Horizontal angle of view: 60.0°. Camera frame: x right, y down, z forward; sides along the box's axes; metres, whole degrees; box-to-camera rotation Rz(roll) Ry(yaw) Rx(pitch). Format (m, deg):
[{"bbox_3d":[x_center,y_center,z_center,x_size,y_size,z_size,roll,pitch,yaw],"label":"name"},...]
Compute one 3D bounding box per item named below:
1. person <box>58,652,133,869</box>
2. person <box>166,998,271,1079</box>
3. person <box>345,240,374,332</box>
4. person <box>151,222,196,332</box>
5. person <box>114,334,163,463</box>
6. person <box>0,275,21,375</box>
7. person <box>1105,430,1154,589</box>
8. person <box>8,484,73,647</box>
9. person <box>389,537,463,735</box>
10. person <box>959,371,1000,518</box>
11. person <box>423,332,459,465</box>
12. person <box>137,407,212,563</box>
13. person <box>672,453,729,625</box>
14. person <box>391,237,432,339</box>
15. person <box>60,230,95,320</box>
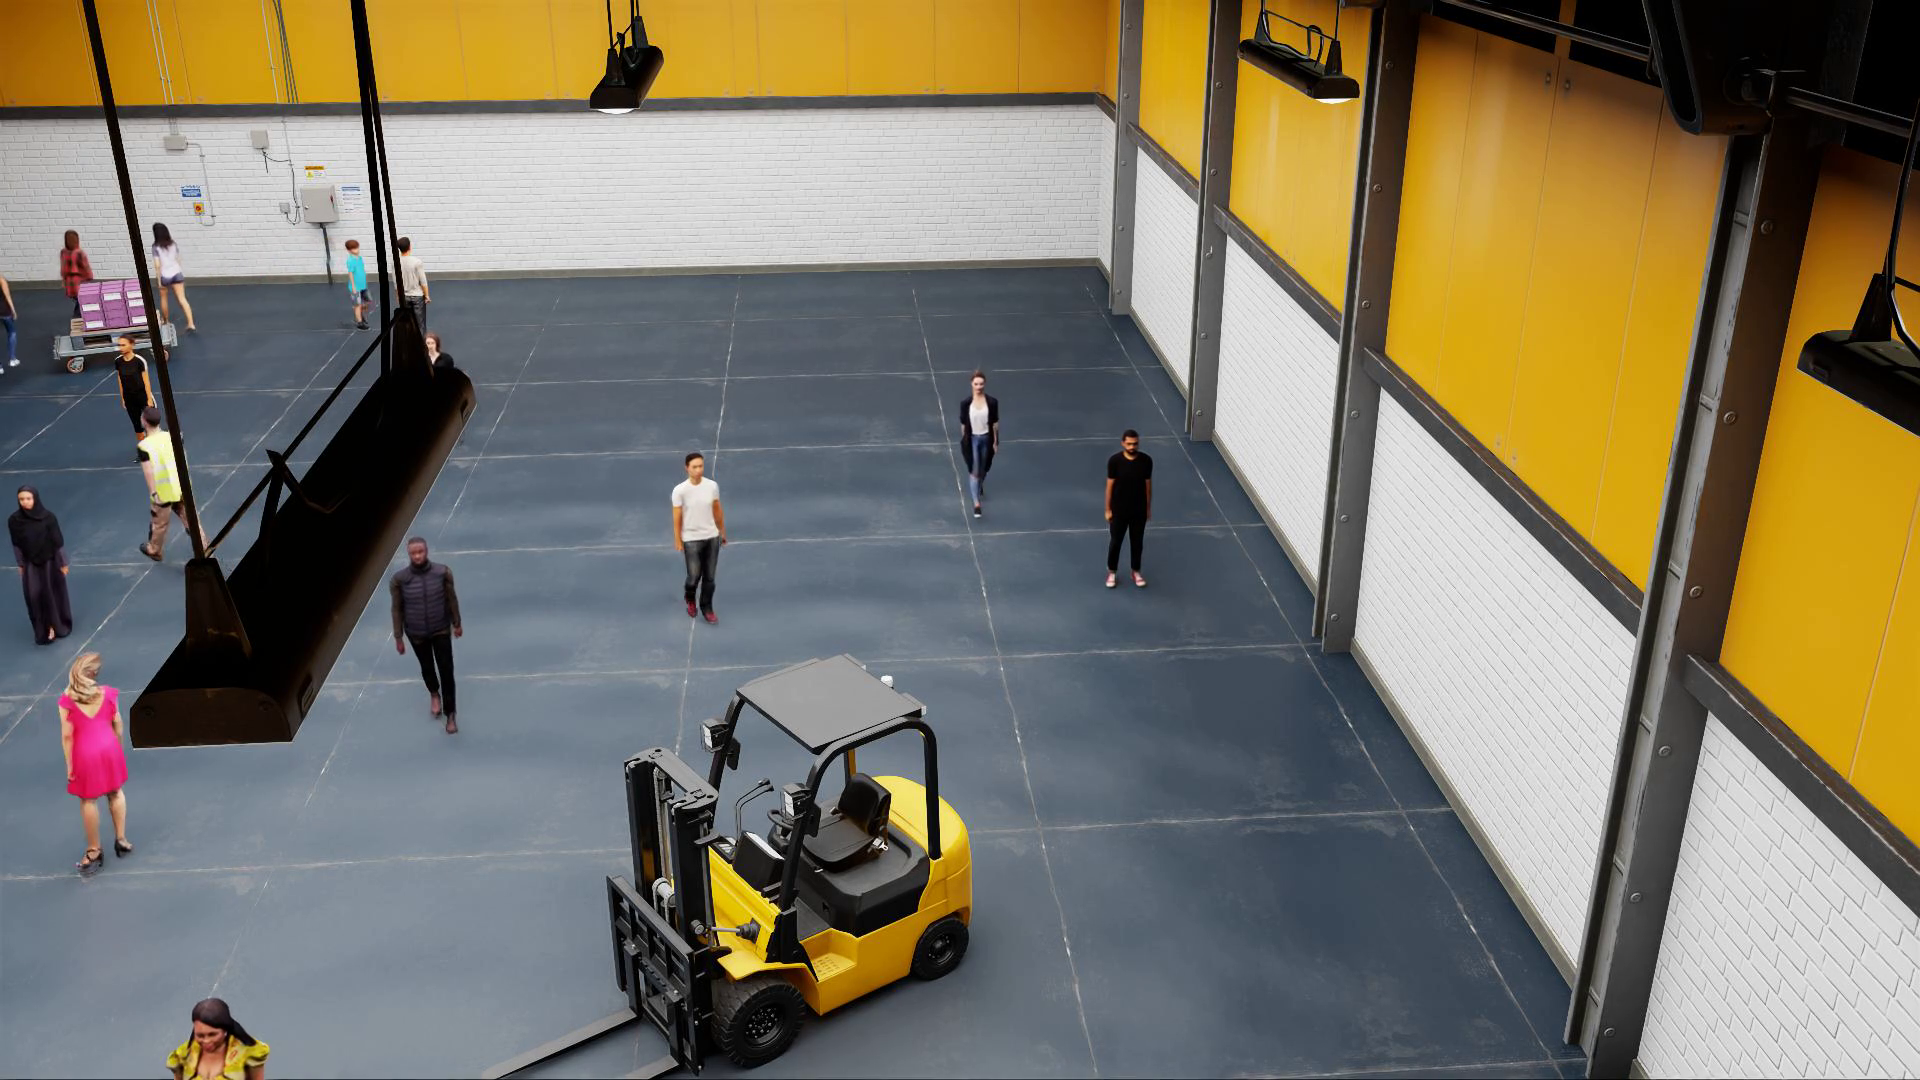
[{"bbox_3d":[-6.635,1.705,12.738,0.832,1.689,0.825,17,29,34],"label":"person"},{"bbox_3d":[-4.076,3.220,9.341,0.740,1.634,1.086,-3,24,-7],"label":"person"},{"bbox_3d":[-9.512,-4.011,26.124,0.687,1.442,0.624,9,25,19],"label":"person"},{"bbox_3d":[-12.243,-4.054,25.921,1.195,1.683,1.109,17,29,35],"label":"person"},{"bbox_3d":[-10.232,-1.776,20.731,0.622,1.666,0.582,4,24,8],"label":"person"},{"bbox_3d":[-13.919,-3.238,24.043,0.722,1.692,0.758,-8,25,-19],"label":"person"},{"bbox_3d":[1.754,-0.335,17.329,0.623,1.751,0.544,-3,24,-6],"label":"person"},{"bbox_3d":[-8.989,0.185,16.318,0.741,1.607,0.878,-8,25,-18],"label":"person"},{"bbox_3d":[-4.698,0.791,14.705,0.879,1.789,1.207,-7,25,-16],"label":"person"},{"bbox_3d":[0.227,-1.164,19.355,0.639,1.647,1.108,-1,24,-2],"label":"person"},{"bbox_3d":[-6.492,-1.805,20.761,0.577,1.696,0.681,-2,24,-5],"label":"person"},{"bbox_3d":[-8.345,-0.507,17.664,1.201,1.796,1.187,16,28,32],"label":"person"},{"bbox_3d":[-2.616,-0.044,16.607,0.780,1.794,0.819,-13,27,-28],"label":"person"},{"bbox_3d":[-8.160,-3.617,24.760,0.662,1.812,0.569,0,24,1],"label":"person"},{"bbox_3d":[-13.606,-3.888,25.540,0.737,1.684,0.729,6,24,14],"label":"person"}]
